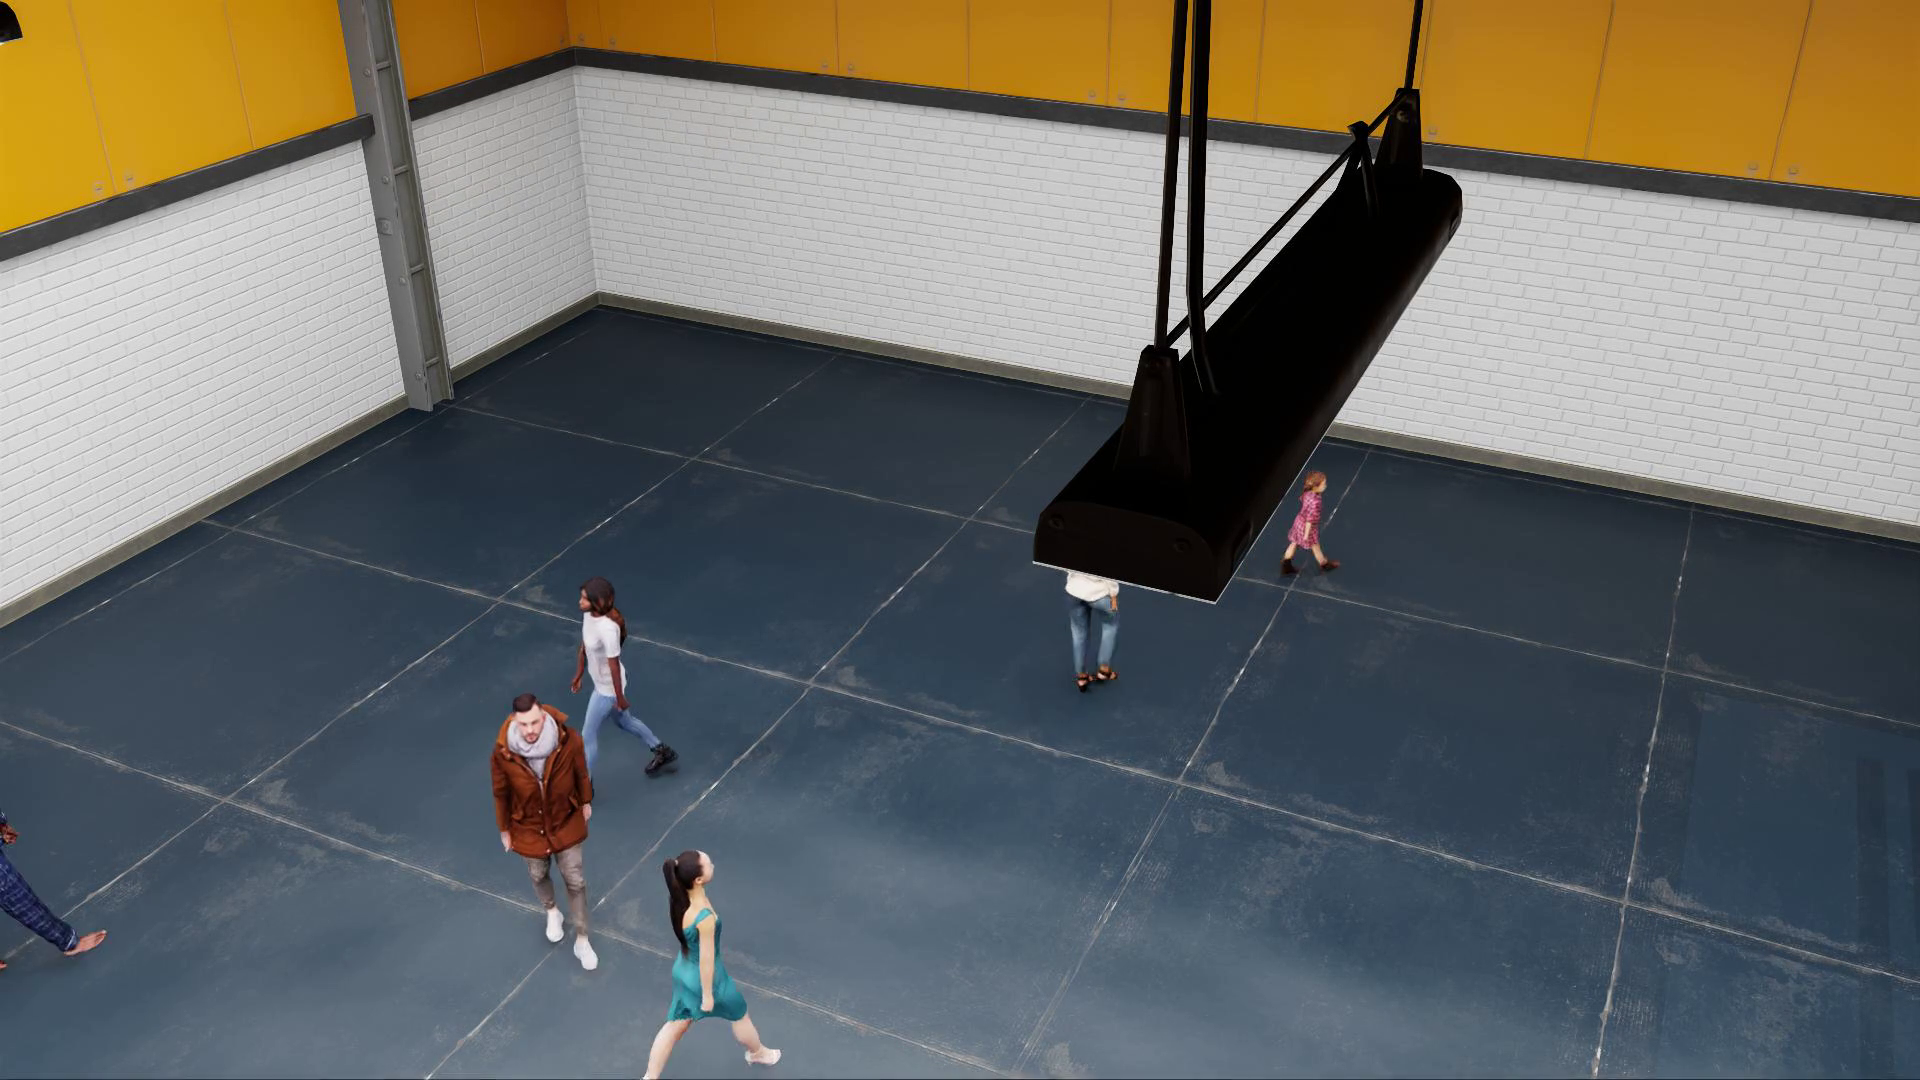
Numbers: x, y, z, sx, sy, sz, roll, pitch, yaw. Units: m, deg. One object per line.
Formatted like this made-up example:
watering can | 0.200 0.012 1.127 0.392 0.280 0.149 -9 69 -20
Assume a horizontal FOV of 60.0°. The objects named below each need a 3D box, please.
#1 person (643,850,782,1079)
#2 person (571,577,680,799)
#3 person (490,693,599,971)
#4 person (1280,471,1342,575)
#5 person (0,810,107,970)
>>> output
person | -1.461 2.370 8.846 1.126 1.637 0.917 -18 33 -30
person | -2.327 0.986 11.336 1.152 1.682 1.054 -12 31 -20
person | -2.486 1.651 9.979 0.989 1.813 1.055 -8 30 -15
person | 2.893 -0.128 14.096 0.719 0.995 0.736 -4 29 -7
person | -5.846 1.831 9.677 1.189 1.786 1.128 -10 30 -17
